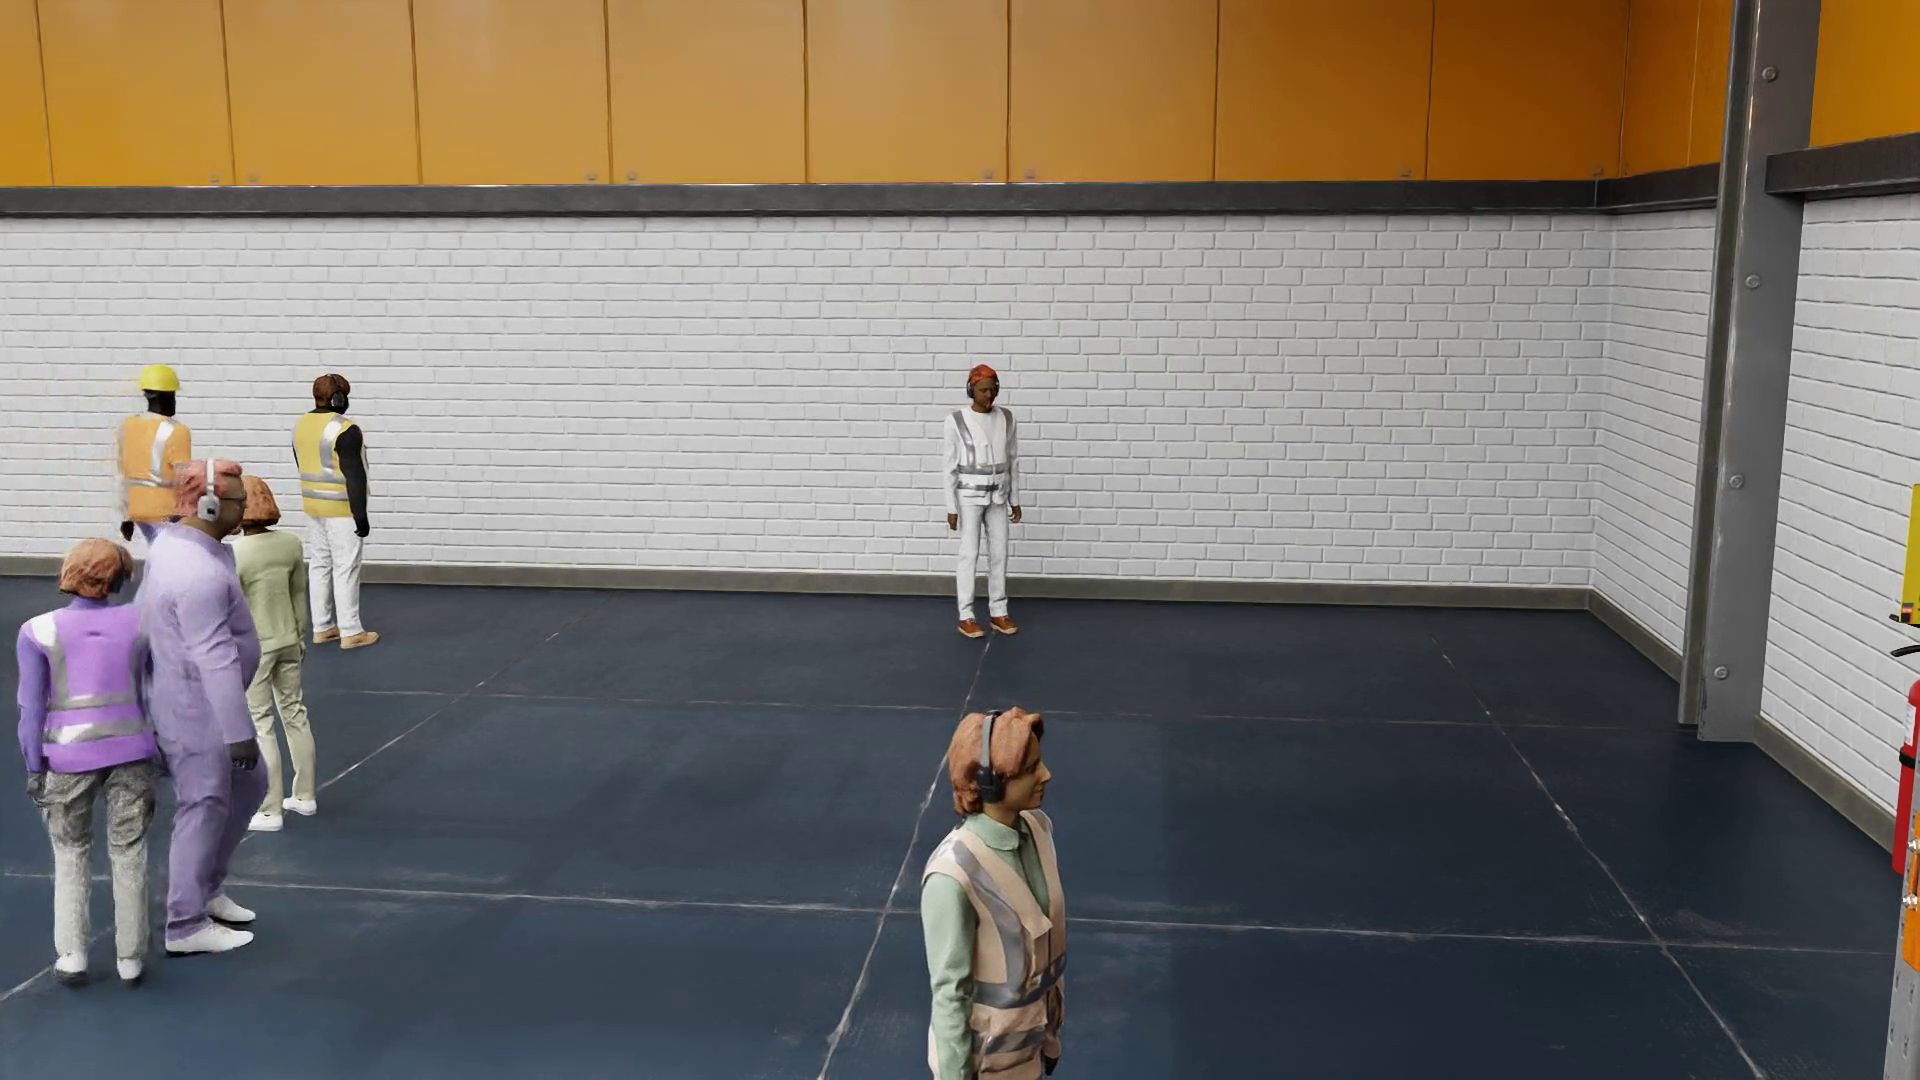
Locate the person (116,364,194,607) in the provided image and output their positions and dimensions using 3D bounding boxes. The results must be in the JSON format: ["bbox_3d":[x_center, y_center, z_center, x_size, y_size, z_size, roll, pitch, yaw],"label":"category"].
[{"bbox_3d":[-5.201,-0.185,10.832,0.591,1.913,0.459,5,11,27],"label":"person"}]

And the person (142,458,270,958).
[{"bbox_3d":[-2.822,0.629,6.240,0.494,1.884,0.691,-5,11,-28],"label":"person"}]

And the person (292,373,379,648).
[{"bbox_3d":[-4.171,-0.194,11.133,0.619,1.836,0.431,7,12,36],"label":"person"}]

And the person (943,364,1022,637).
[{"bbox_3d":[0.151,-0.266,11.416,0.585,1.878,0.364,-6,11,-30],"label":"person"}]

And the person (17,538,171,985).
[{"bbox_3d":[-3.097,0.801,6.035,0.533,1.610,0.473,-7,12,-33],"label":"person"}]

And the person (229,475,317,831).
[{"bbox_3d":[-3.194,0.515,7.625,0.266,1.631,0.507,4,11,22],"label":"person"}]

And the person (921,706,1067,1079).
[{"bbox_3d":[0.080,1.180,3.788,0.306,1.645,0.522,5,11,26],"label":"person"}]
